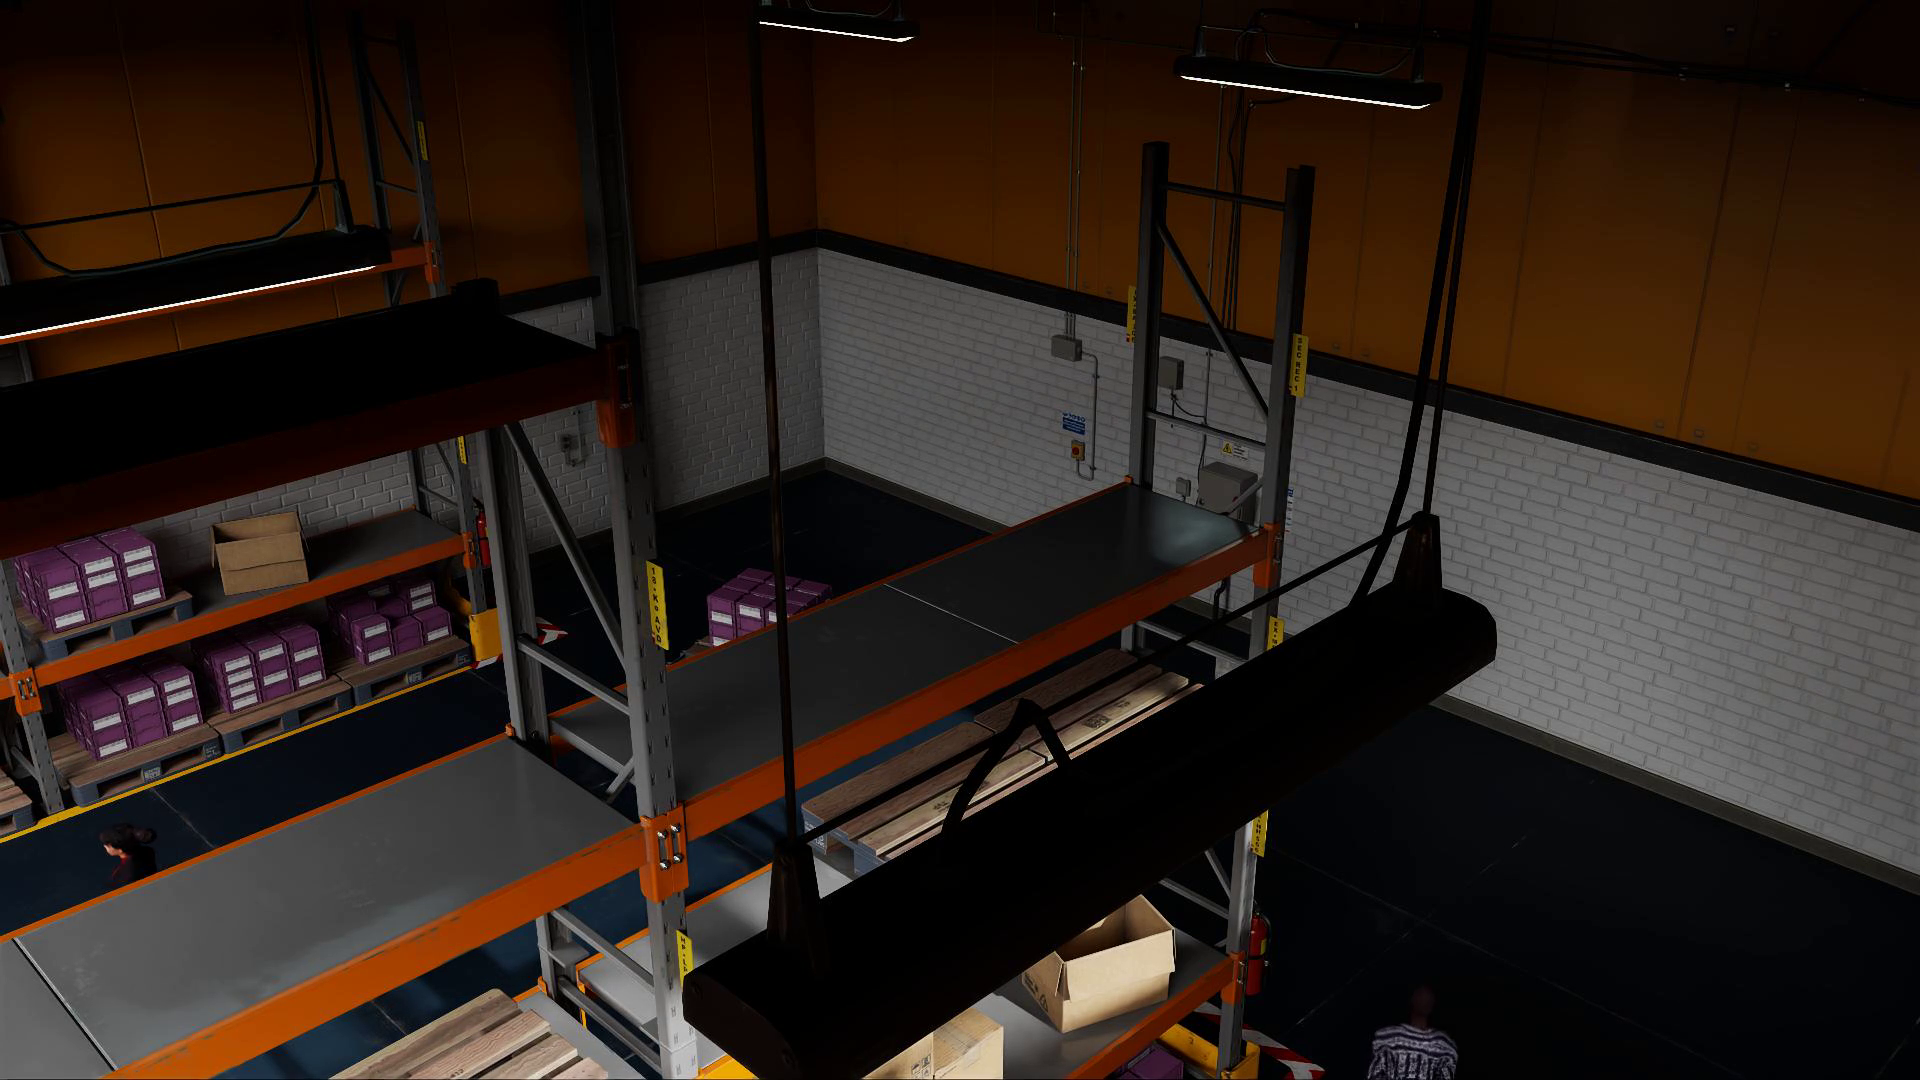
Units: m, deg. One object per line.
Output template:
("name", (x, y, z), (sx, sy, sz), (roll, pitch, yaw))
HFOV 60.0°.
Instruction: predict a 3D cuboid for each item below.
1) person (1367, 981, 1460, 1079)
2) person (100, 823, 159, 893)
("person", (2.495, 3.266, 9.248), (0.870, 1.782, 0.951), (4, 24, 9))
("person", (-5.322, 2.569, 11.032), (0.763, 1.631, 0.715), (-3, 24, -7))
